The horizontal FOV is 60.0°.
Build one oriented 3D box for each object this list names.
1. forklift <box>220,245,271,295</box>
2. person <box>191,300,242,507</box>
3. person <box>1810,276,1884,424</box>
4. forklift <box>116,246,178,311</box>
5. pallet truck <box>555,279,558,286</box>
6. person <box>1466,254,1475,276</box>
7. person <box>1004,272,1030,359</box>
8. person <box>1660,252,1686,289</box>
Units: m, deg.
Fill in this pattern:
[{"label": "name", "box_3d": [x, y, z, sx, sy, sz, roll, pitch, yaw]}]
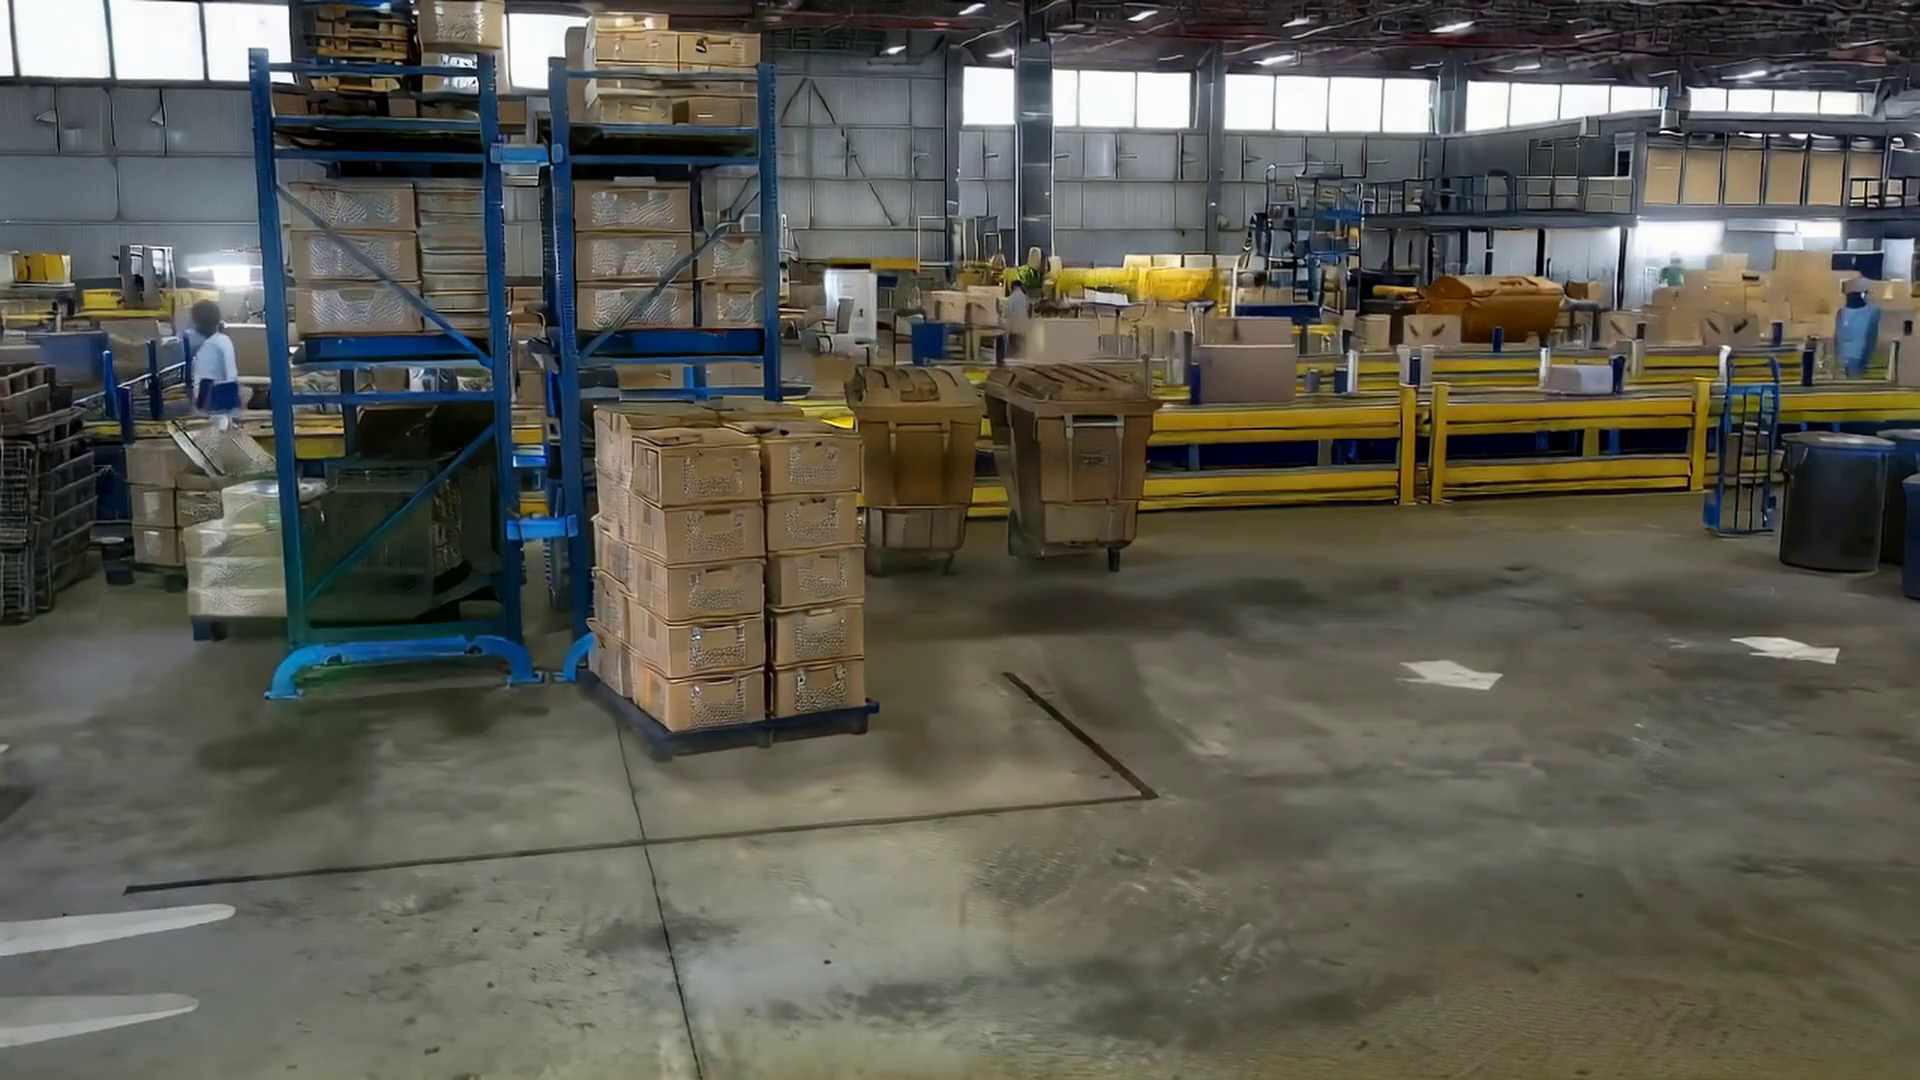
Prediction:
[{"label": "forklift", "box_3d": [-17.749, -6.334, 41.440, 1.157, 1.987, 2.680, -3, 10, -17]}, {"label": "person", "box_3d": [-6.043, -1.095, 13.505, 0.368, 1.690, 0.575, -1, 10, -6]}, {"label": "person", "box_3d": [9.668, -1.968, 18.164, 0.889, 1.788, 0.626, -3, 11, -18]}, {"label": "forklift", "box_3d": [-19.966, -6.232, 40.894, 1.157, 1.987, 2.680, -3, 10, -15]}, {"label": "pallet truck", "box_3d": [-10.604, -6.375, 44.520, 0.653, 1.274, 1.630, -3, 10, -15]}, {"label": "person", "box_3d": [17.609, -9.012, 57.869, 0.583, 1.871, 0.472, -3, 11, -18]}, {"label": "person", "box_3d": [0.785, -2.882, 23.417, 0.306, 1.772, 0.527, 7, 12, 36]}, {"label": "person", "box_3d": [16.339, -5.587, 38.075, 0.616, 2.013, 0.916, 1, 10, 5]}]
